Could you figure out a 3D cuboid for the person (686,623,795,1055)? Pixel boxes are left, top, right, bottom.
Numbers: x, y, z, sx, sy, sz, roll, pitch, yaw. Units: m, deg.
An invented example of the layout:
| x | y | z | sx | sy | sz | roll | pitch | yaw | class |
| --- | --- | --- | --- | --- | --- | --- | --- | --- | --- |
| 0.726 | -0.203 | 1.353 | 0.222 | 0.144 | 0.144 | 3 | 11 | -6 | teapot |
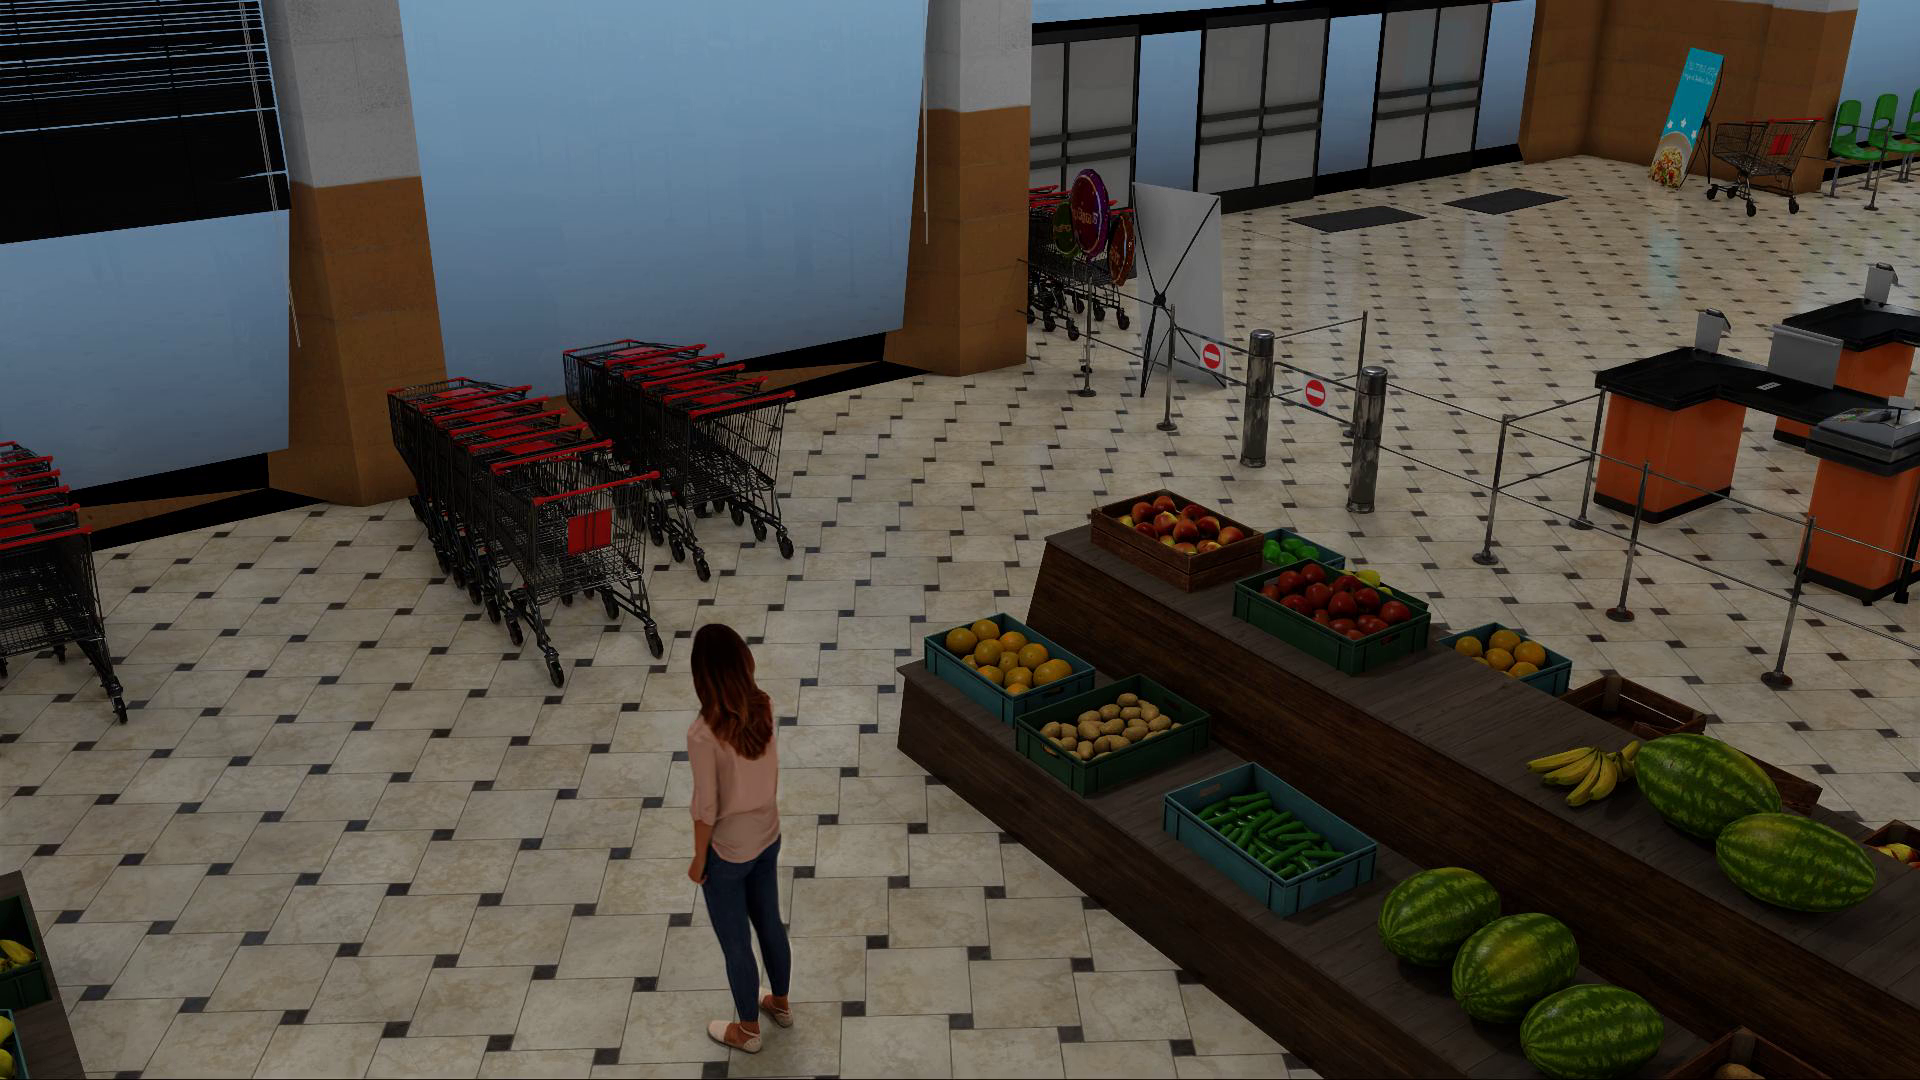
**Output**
| x | y | z | sx | sy | sz | roll | pitch | yaw | class |
| --- | --- | --- | --- | --- | --- | --- | --- | --- | --- |
| -0.828 | 1.136 | 6.265 | 0.619 | 1.789 | 0.655 | 17 | 29 | 34 | person |
